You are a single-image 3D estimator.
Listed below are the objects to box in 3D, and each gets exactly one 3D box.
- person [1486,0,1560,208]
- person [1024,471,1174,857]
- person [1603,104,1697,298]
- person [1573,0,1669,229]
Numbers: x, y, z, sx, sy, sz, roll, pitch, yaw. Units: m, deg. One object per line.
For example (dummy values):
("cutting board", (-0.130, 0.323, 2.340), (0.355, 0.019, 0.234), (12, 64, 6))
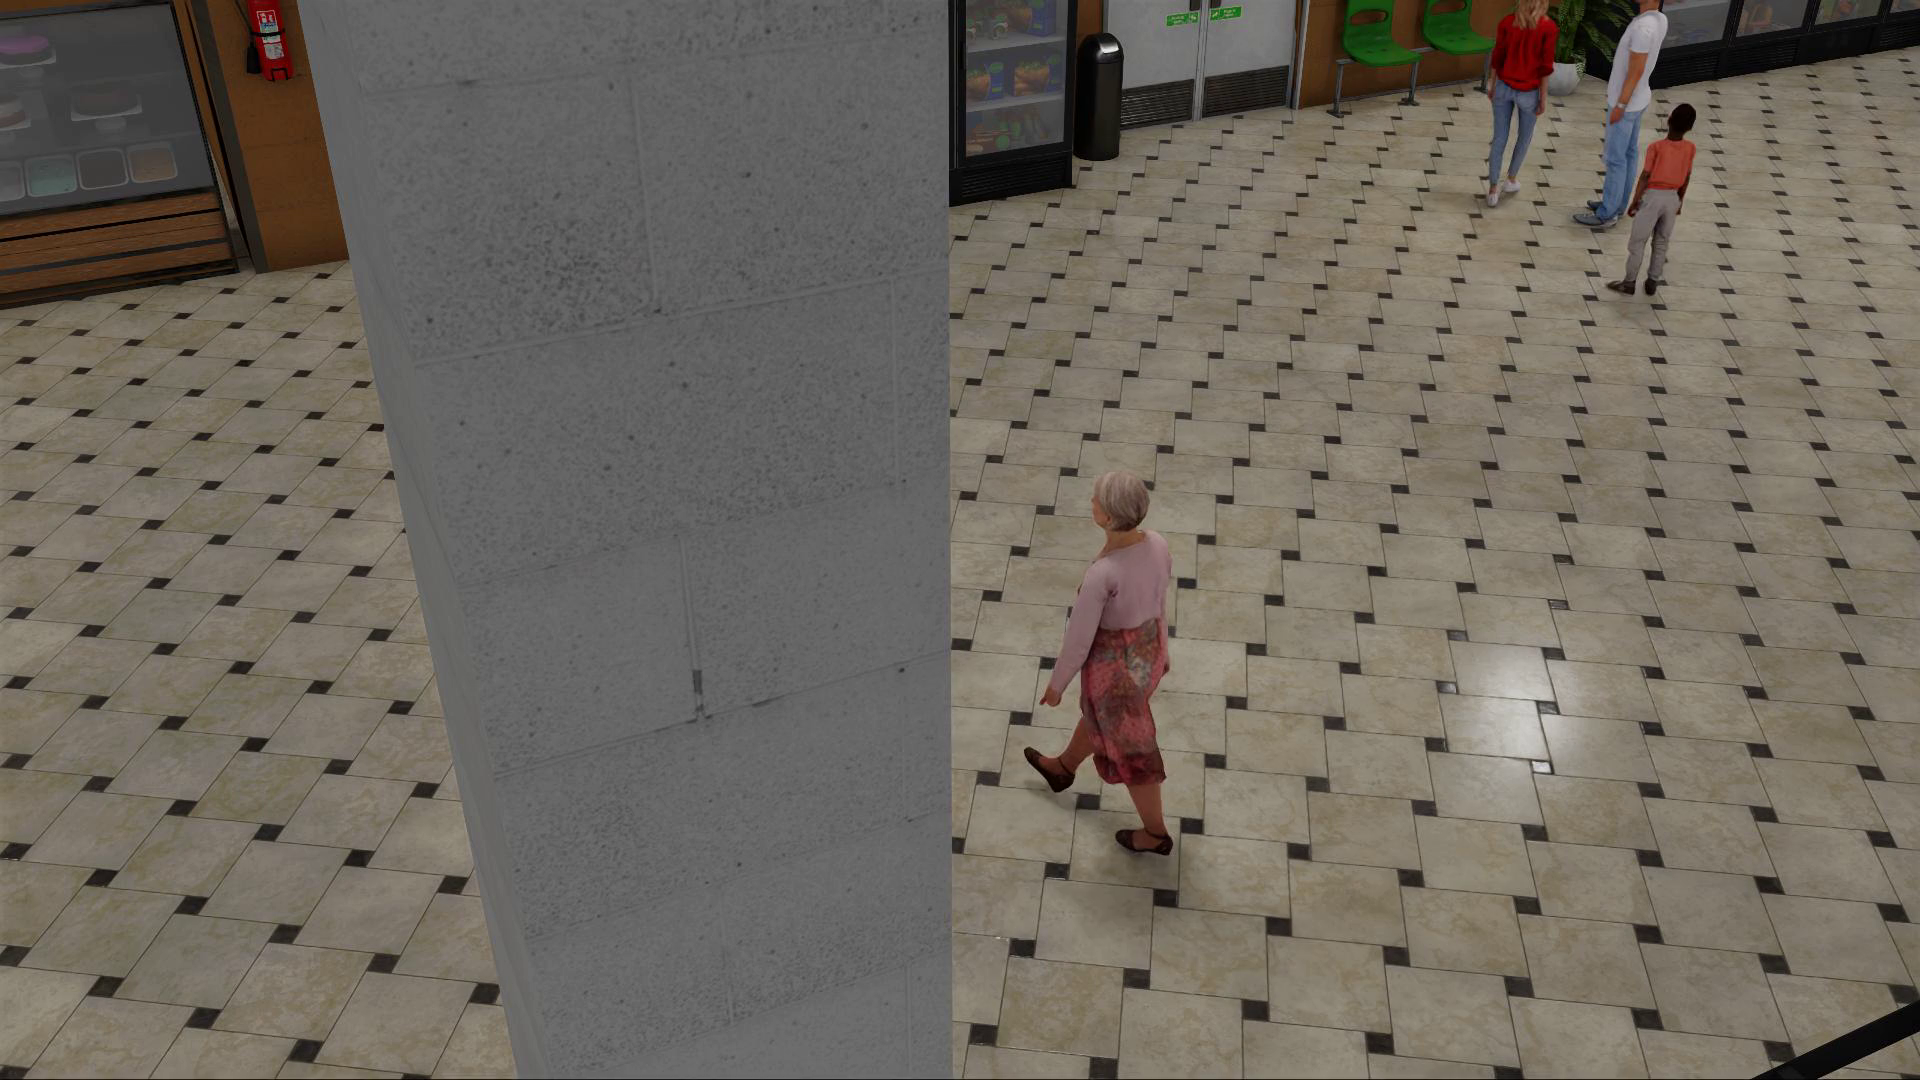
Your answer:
("person", (4.155, -3.319, 12.454), (0.814, 1.685, 0.875), (14, 34, 21))
("person", (0.680, 0.535, 6.287), (1.108, 1.656, 0.908), (23, 39, 32))
("person", (4.662, -2.267, 11.118), (0.606, 1.309, 0.603), (-1, 32, -2))
("person", (4.885, -3.217, 12.118), (0.743, 1.866, 0.759), (22, 38, 31))
